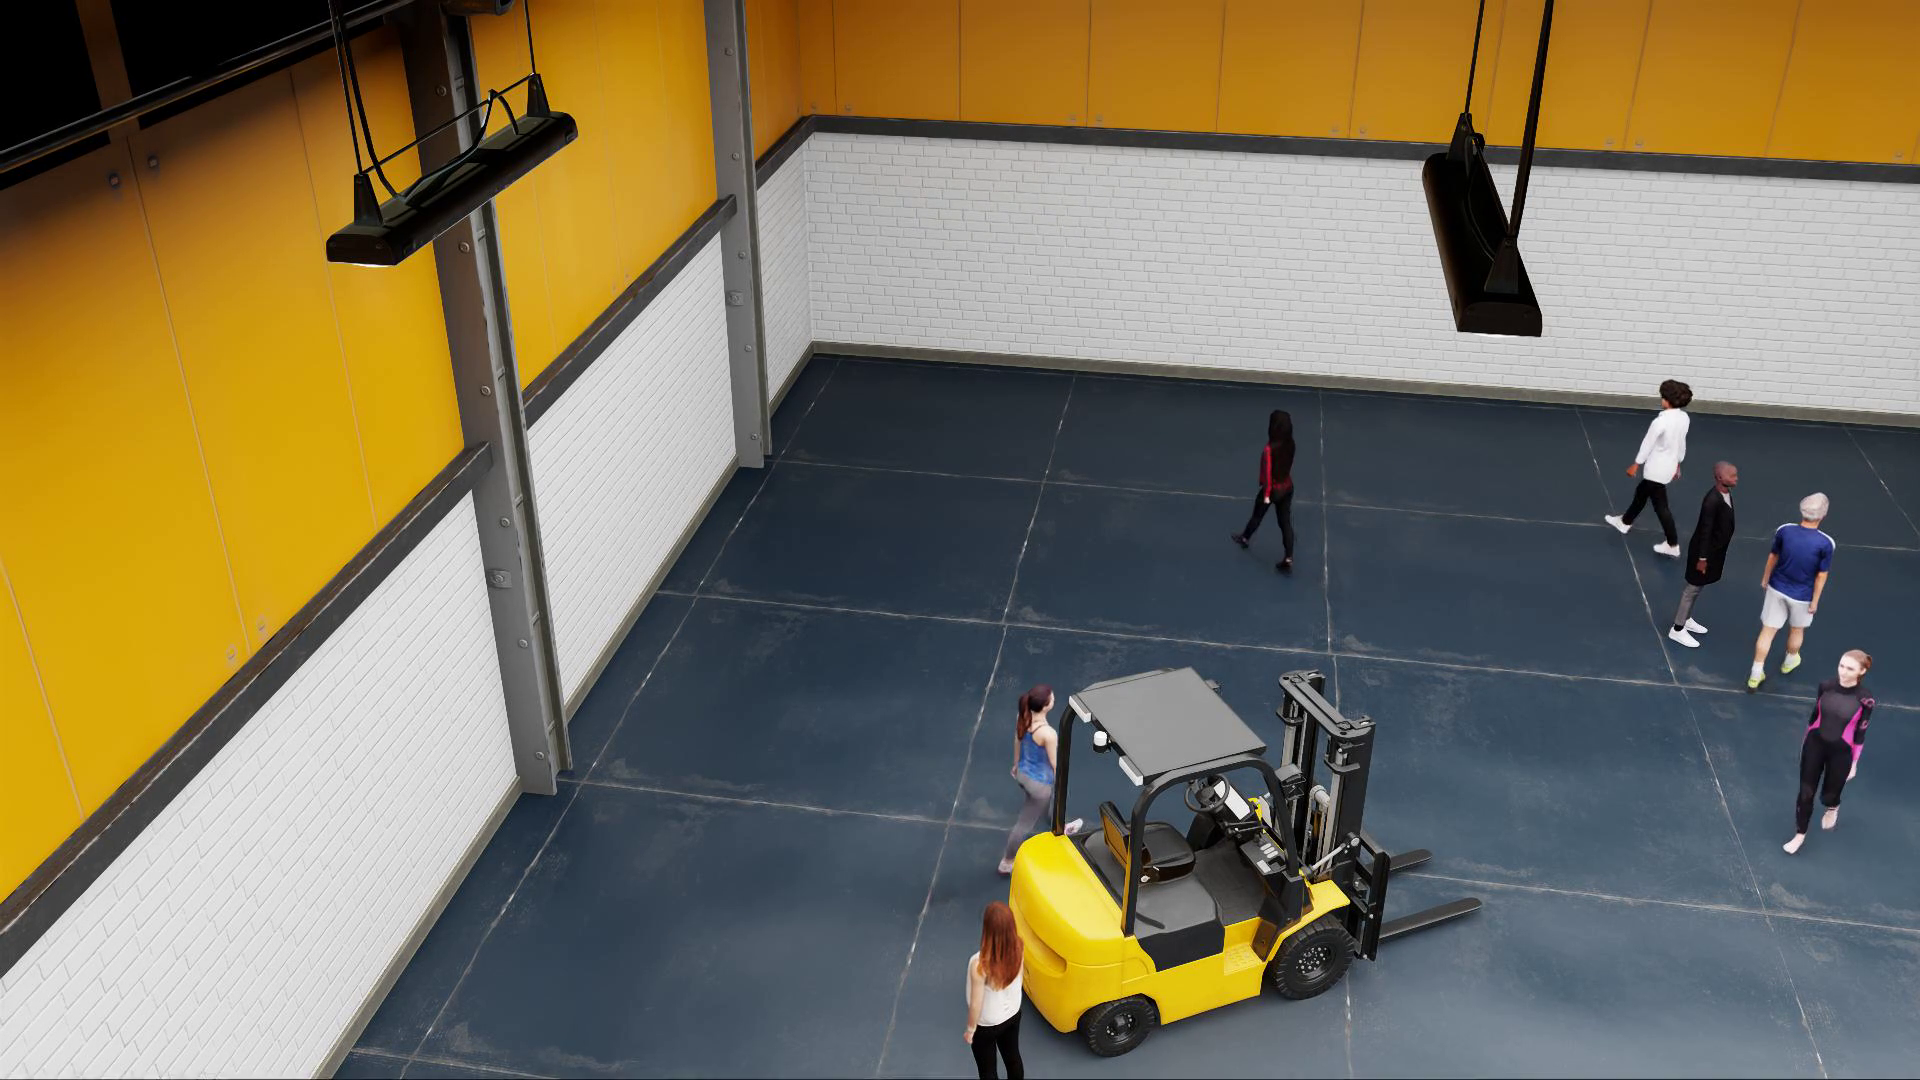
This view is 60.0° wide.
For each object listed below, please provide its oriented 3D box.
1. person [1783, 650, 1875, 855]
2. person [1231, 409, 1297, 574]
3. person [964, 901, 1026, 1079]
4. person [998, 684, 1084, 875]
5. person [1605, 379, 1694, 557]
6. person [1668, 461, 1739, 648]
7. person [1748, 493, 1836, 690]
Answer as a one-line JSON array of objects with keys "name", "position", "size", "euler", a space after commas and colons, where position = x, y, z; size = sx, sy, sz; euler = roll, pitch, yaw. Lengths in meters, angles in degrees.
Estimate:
[{"name": "person", "position": [6.473, 1.545, 12.312], "size": [0.881, 1.735, 0.798], "euler": [-23, 36, -36]}, {"name": "person", "position": [3.131, -0.436, 16.069], "size": [1.052, 1.615, 1.079], "euler": [-21, 35, -33]}, {"name": "person", "position": [0.225, 2.844, 9.944], "size": [0.627, 1.722, 0.708], "euler": [-23, 36, -35]}, {"name": "person", "position": [0.482, 1.771, 12.065], "size": [1.035, 1.574, 1.003], "euler": [-17, 33, -28]}, {"name": "person", "position": [6.943, -0.670, 16.341], "size": [1.116, 1.765, 1.178], "euler": [-17, 33, -29]}, {"name": "person", "position": [6.691, 0.092, 14.949], "size": [0.786, 1.761, 0.656], "euler": [20, 34, 32]}, {"name": "person", "position": [7.071, 0.467, 14.211], "size": [0.972, 1.809, 1.127], "euler": [23, 36, 36]}]
